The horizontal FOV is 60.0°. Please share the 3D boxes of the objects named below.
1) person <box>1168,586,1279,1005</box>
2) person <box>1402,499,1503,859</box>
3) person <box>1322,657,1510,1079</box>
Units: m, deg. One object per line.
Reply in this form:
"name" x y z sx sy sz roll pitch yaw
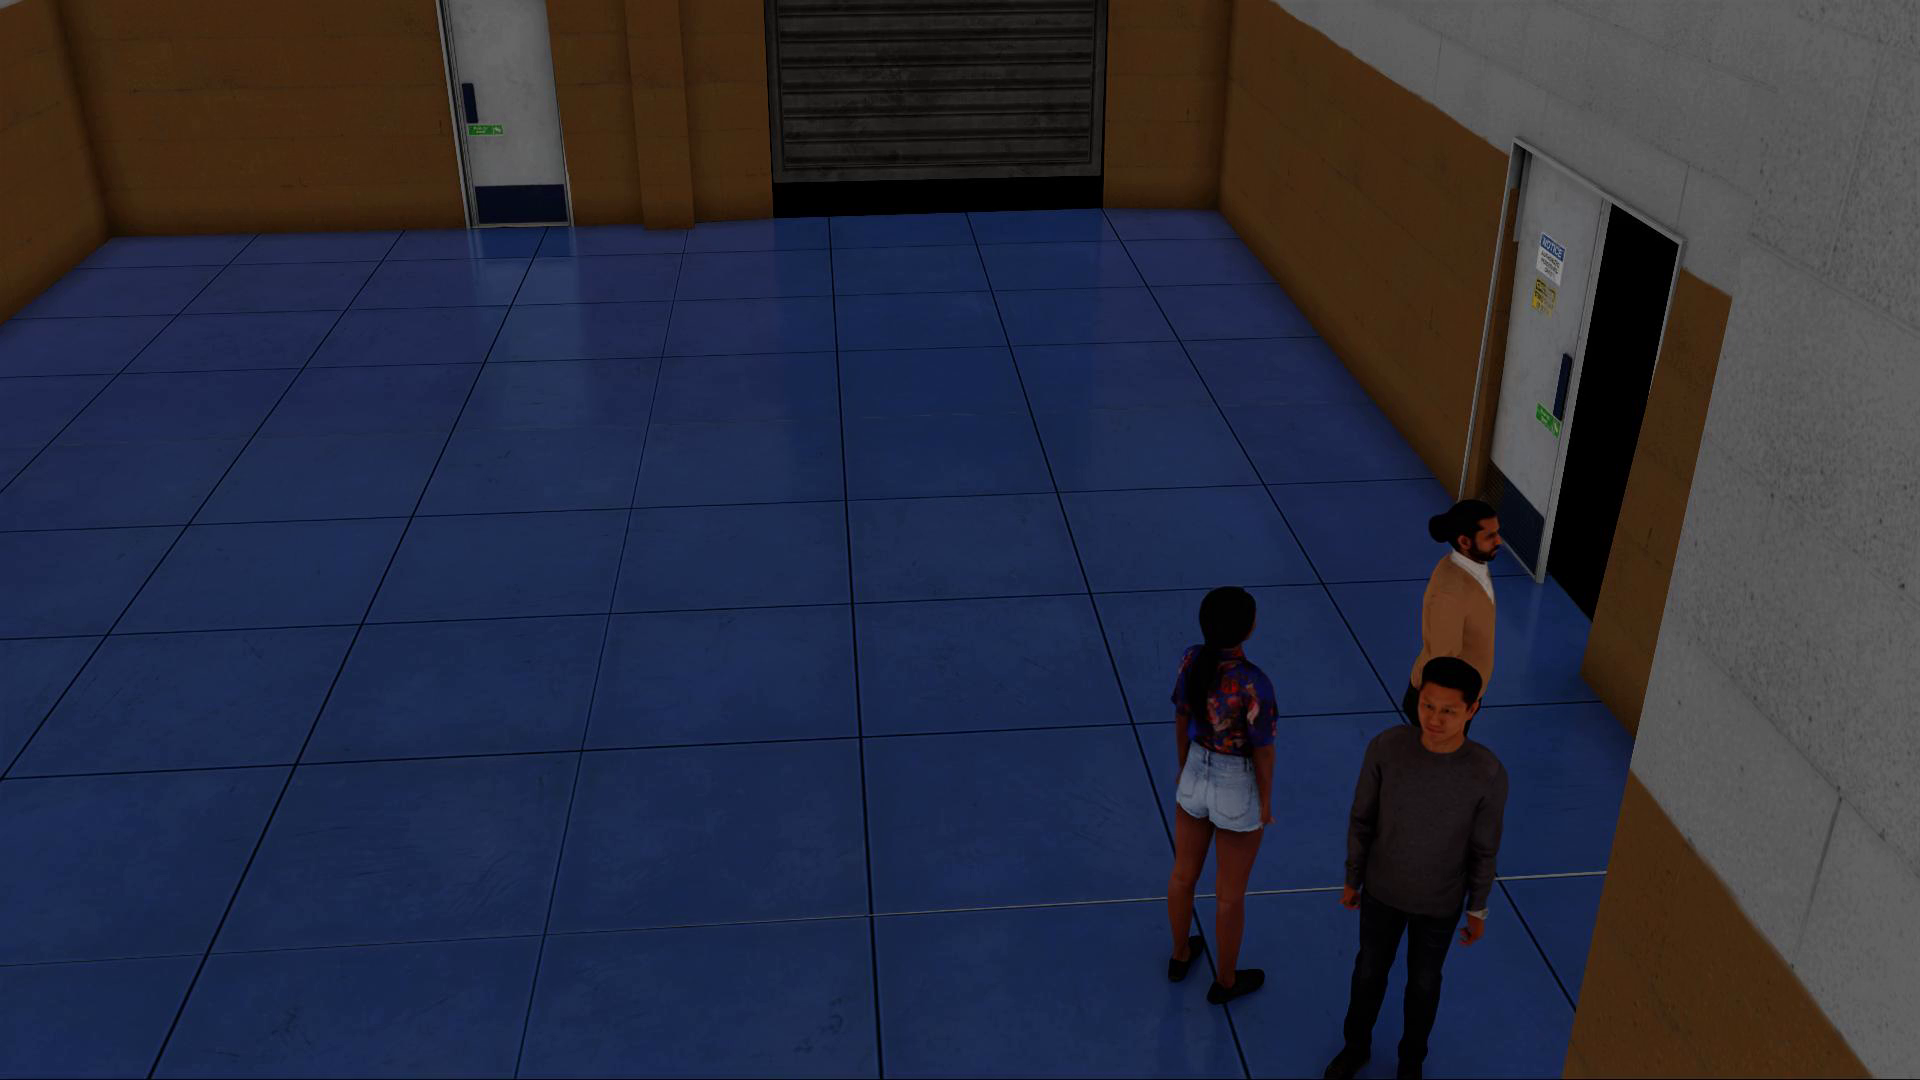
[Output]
"person" 0.953 0.939 6.147 0.706 1.741 0.665 -24 35 -39
"person" 1.964 0.636 6.723 0.758 1.755 0.753 11 29 21
"person" 1.557 1.172 5.659 0.668 1.768 0.780 -8 28 -16
